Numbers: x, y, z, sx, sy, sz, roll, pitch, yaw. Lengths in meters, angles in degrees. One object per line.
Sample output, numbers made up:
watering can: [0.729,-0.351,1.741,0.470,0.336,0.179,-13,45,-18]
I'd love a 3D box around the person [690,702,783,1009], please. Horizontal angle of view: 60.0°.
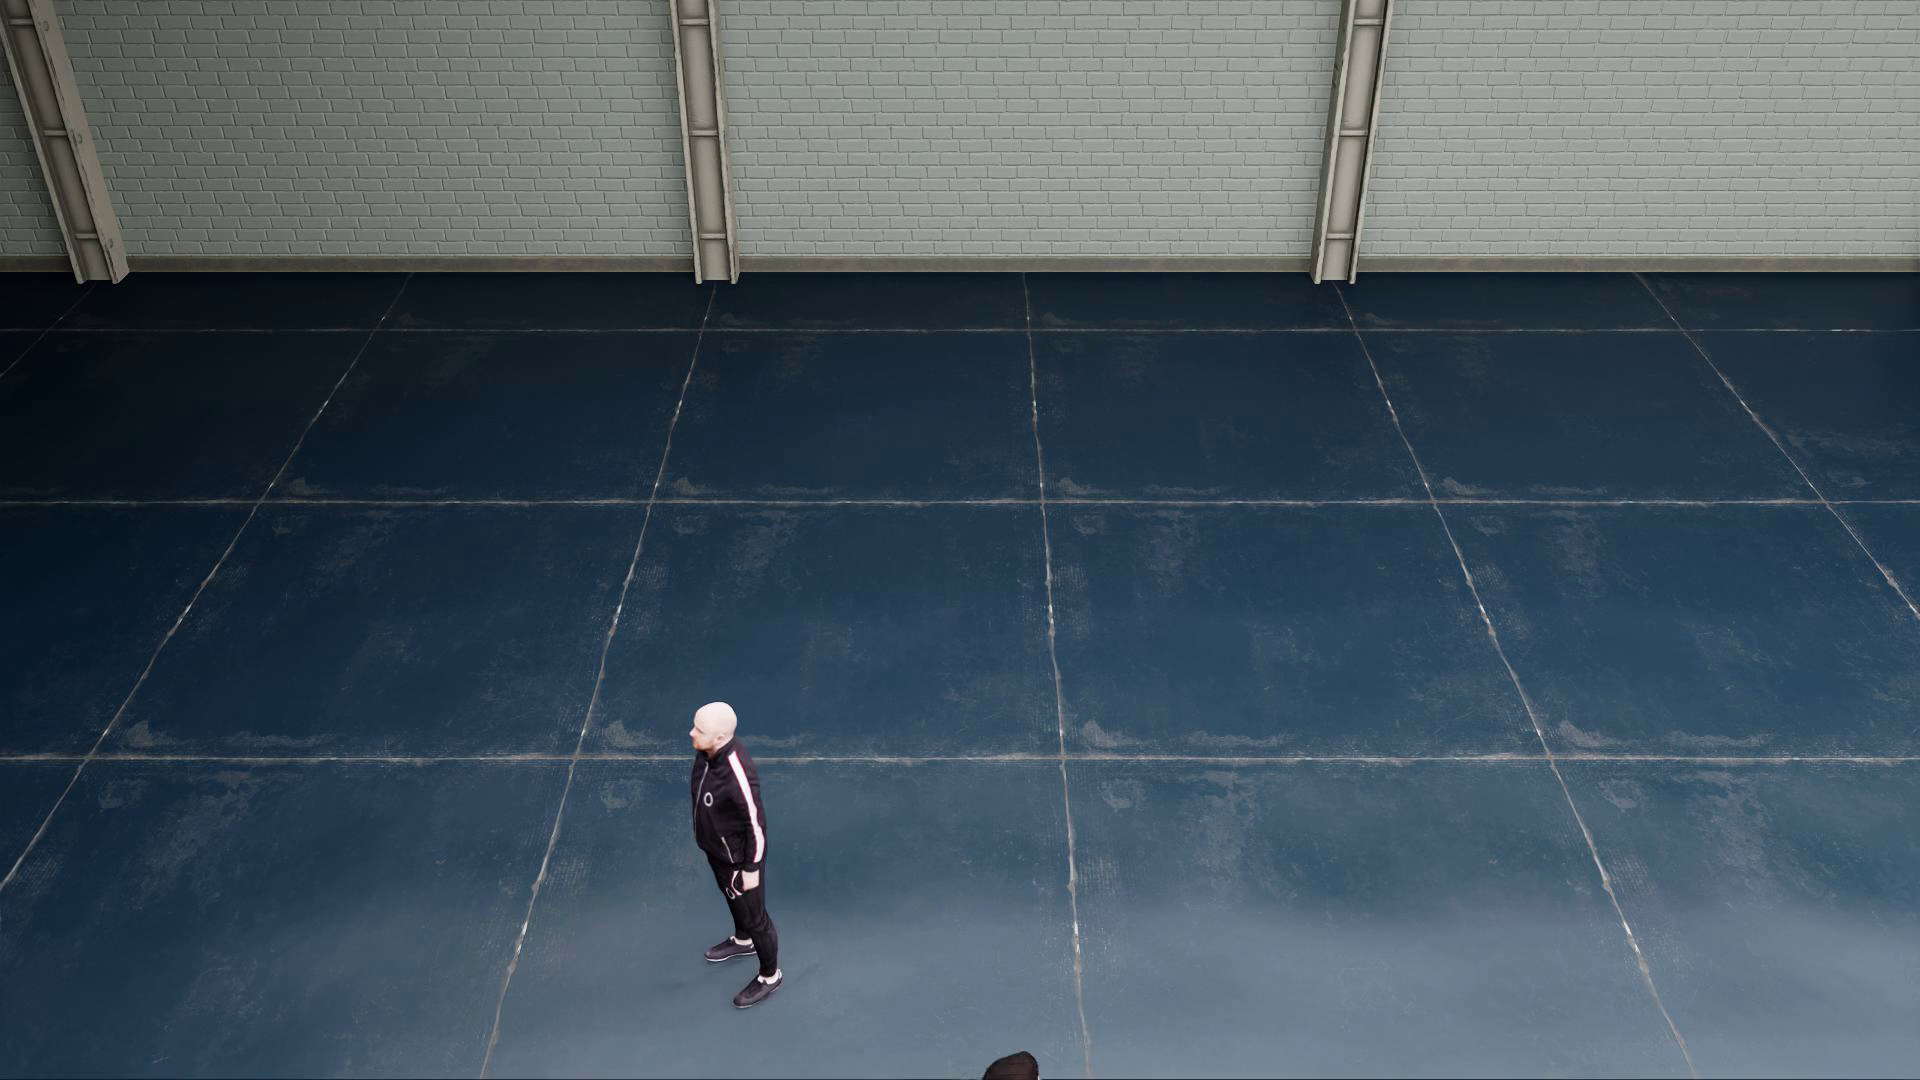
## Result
person: [-1.108,1.530,8.252,0.759,1.835,0.768,-17,37,-24]
